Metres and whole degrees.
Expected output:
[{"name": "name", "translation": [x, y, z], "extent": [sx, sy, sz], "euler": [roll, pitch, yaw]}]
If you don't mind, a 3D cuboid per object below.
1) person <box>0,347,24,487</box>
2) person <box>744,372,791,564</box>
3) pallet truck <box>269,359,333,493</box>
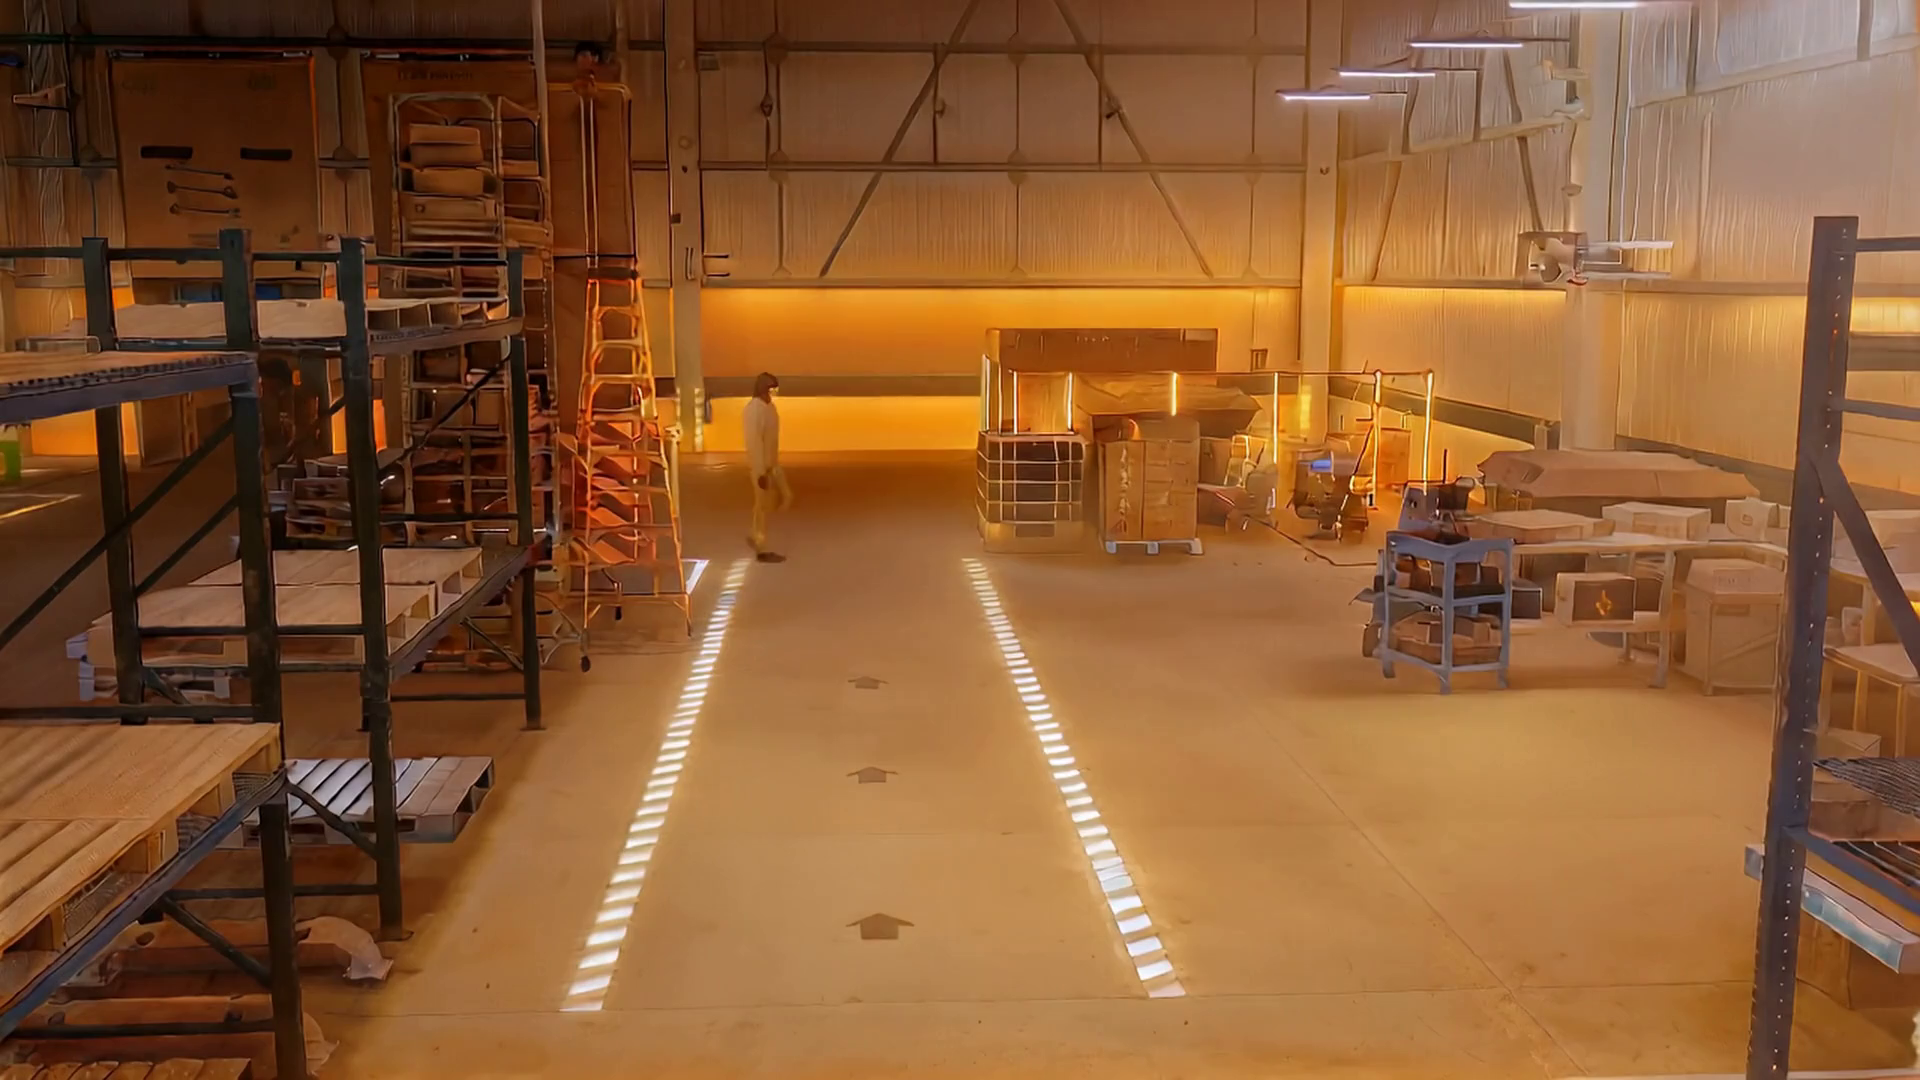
[{"name": "person", "translation": [-13.093, -1.691, 22.734], "extent": [0.544, 1.930, 0.388], "euler": [8, 12, 40]}, {"name": "person", "translation": [-1.921, -0.711, 16.577], "extent": [0.435, 1.926, 0.645], "euler": [2, 9, 10]}, {"name": "pallet truck", "translation": [-7.062, -1.131, 18.996], "extent": [1.885, 1.965, 0.823], "euler": [2, 9, 13]}]
